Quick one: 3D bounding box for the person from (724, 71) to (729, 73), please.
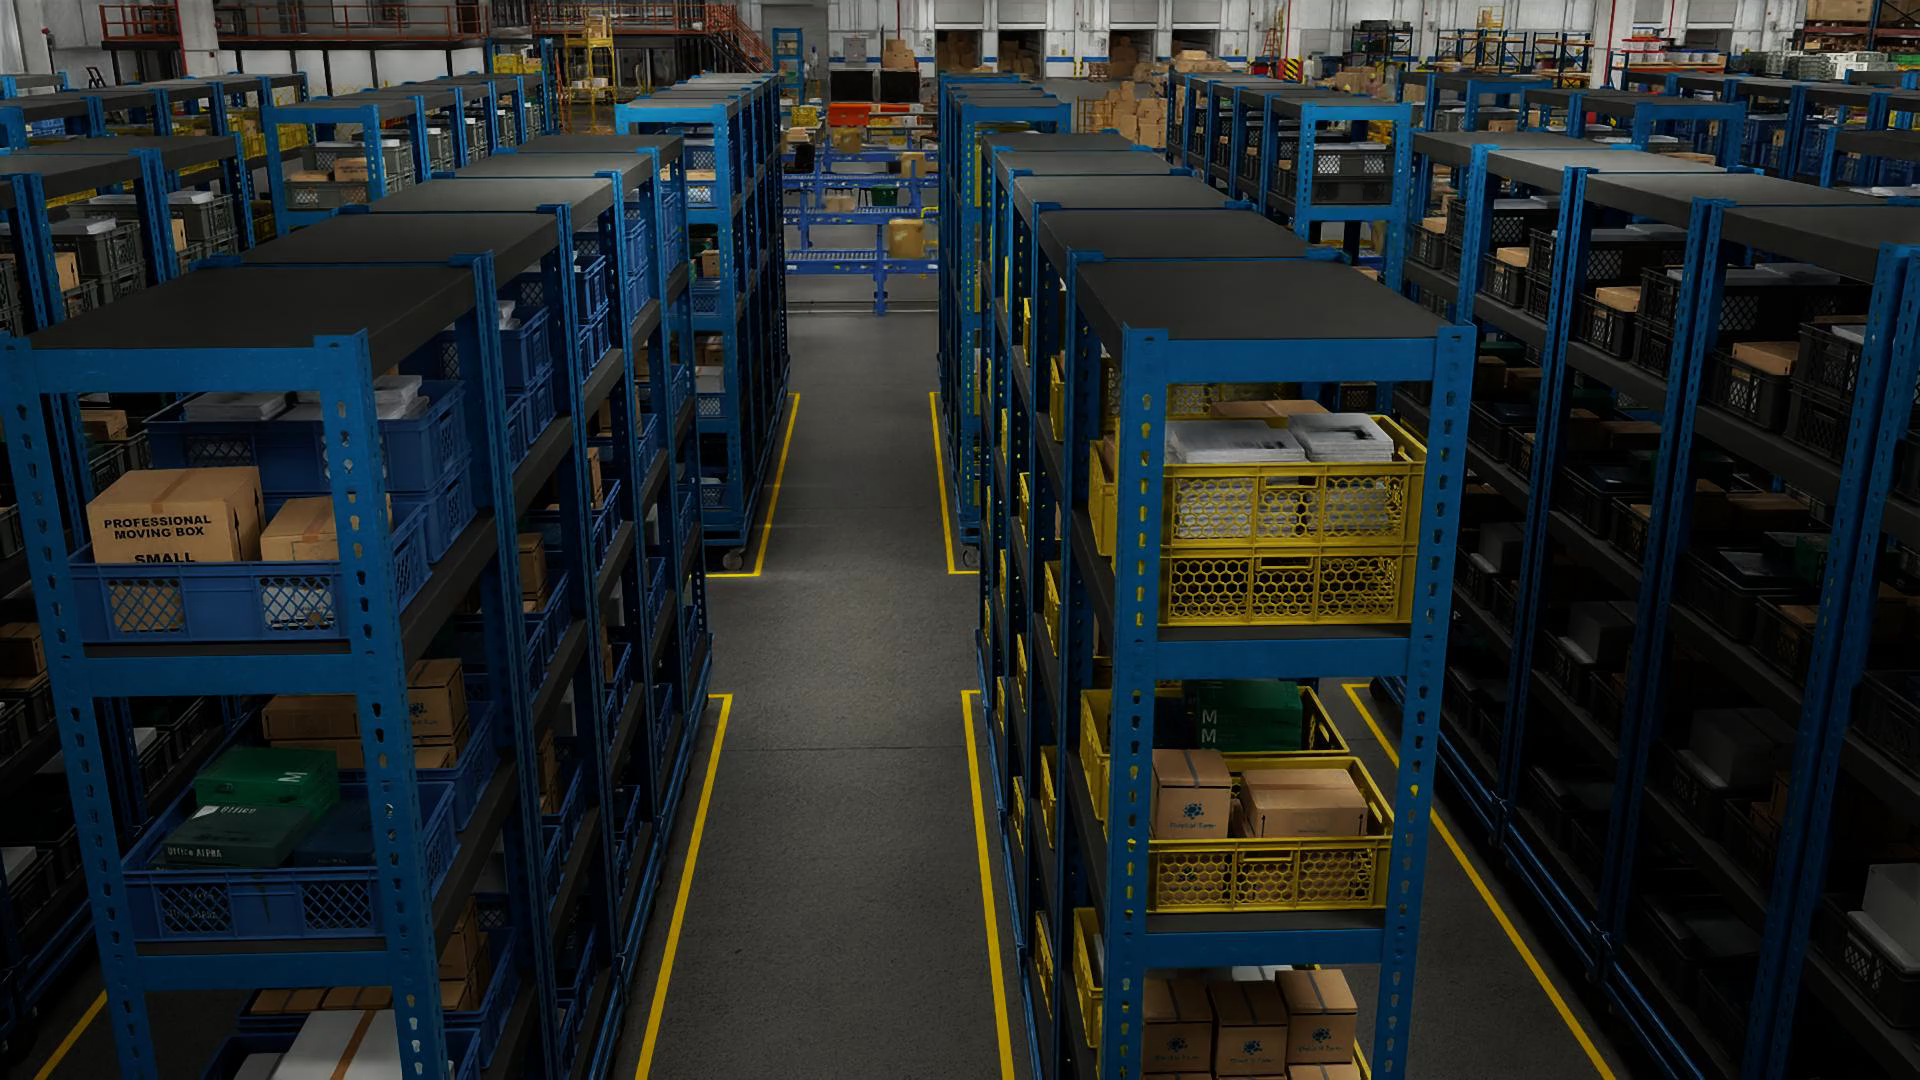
[{"bbox_3d":[-8.581,-16.370,61.514,0.585,1.882,0.337,3,18,8],"label":"person"}]

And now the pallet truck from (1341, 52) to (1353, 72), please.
[{"bbox_3d":[18.794,-23.123,82.231,0.823,1.965,1.885,-13,22,-35],"label":"pallet truck"}]

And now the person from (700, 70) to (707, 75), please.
[{"bbox_3d":[-8.964,-15.542,58.698,0.382,2.045,0.605,8,20,24],"label":"person"}]

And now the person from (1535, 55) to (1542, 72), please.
[{"bbox_3d":[27.933,-22.439,80.288,0.905,1.899,0.588,2,18,7],"label":"person"}]

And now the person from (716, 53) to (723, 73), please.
[{"bbox_3d":[-13.191,-25.956,91.136,0.418,1.911,0.595,1,18,2],"label":"person"}]

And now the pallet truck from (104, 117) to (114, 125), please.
[{"bbox_3d":[-18.367,-7.885,35.078,1.885,1.965,0.823,1,18,2],"label":"pallet truck"}]

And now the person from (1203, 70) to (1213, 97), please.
[{"bbox_3d":[8.879,-15.958,60.106,0.769,1.969,0.626,8,20,25],"label":"person"}]

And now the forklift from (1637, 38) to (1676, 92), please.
[{"bbox_3d":[30.789,-20.657,73.187,1.129,2.768,1.873,-1,18,-2],"label":"forklift"}]

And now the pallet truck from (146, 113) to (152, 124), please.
[{"bbox_3d":[-18.087,-8.309,36.390,1.885,1.965,0.823,-1,18,-4],"label":"pallet truck"}]

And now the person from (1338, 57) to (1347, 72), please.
[{"bbox_3d":[19.189,-23.328,83.344,0.569,1.680,0.549,-14,22,-36],"label":"person"}]

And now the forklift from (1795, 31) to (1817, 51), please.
[{"bbox_3d":[45.898,-26.250,90.495,1.129,2.768,1.873,-1,18,-2],"label":"forklift"}]

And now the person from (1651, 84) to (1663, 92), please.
[{"bbox_3d":[24.918,-15.762,59.626,0.571,1.883,0.868,-15,23,-39],"label":"person"}]

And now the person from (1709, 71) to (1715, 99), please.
[{"bbox_3d":[29.391,-17.632,65.289,0.613,1.963,0.361,2,18,8],"label":"person"}]

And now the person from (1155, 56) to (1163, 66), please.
[{"bbox_3d":[9.267,-21.651,77.802,0.457,1.926,0.629,9,20,25],"label":"person"}]

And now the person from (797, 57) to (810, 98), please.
[{"bbox_3d":[-7.324,-21.683,77.964,0.549,1.883,0.976,-3,18,-10],"label":"person"}]

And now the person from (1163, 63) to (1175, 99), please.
[{"bbox_3d":[8.293,-17.717,65.432,0.673,2.000,0.536,-2,18,-7],"label":"person"}]

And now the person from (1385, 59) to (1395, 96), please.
[{"bbox_3d":[20.714,-22.267,80.044,0.484,1.708,0.833,-4,18,-13],"label":"person"}]

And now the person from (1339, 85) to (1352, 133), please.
[{"bbox_3d":[12.259,-13.567,53.016,0.601,1.788,0.944,0,18,-1],"label":"person"}]

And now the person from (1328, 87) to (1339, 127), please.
[{"bbox_3d":[12.313,-14.073,54.762,0.529,1.665,0.830,0,18,-1],"label":"person"}]

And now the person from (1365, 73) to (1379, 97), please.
[{"bbox_3d":[15.706,-16.921,63.459,0.532,1.740,0.429,7,19,21],"label":"person"}]

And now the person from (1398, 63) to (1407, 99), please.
[{"bbox_3d":[18.946,-19.576,71.527,0.877,1.841,0.525,-14,23,-37],"label":"person"}]

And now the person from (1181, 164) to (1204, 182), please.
[{"bbox_3d":[4.786,-7.426,34.086,0.909,1.724,0.522,-9,20,-27],"label":"person"}]

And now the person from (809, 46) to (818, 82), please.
[{"bbox_3d":[-8.264,-26.906,94.037,0.614,1.933,0.412,-16,24,-41],"label":"person"}]

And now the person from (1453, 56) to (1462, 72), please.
[{"bbox_3d":[24.371,-22.797,81.577,0.972,1.792,0.640,3,18,9],"label":"person"}]

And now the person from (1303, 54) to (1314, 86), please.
[{"bbox_3d":[16.656,-22.192,79.453,0.370,1.934,0.627,-14,23,-37],"label":"person"}]
